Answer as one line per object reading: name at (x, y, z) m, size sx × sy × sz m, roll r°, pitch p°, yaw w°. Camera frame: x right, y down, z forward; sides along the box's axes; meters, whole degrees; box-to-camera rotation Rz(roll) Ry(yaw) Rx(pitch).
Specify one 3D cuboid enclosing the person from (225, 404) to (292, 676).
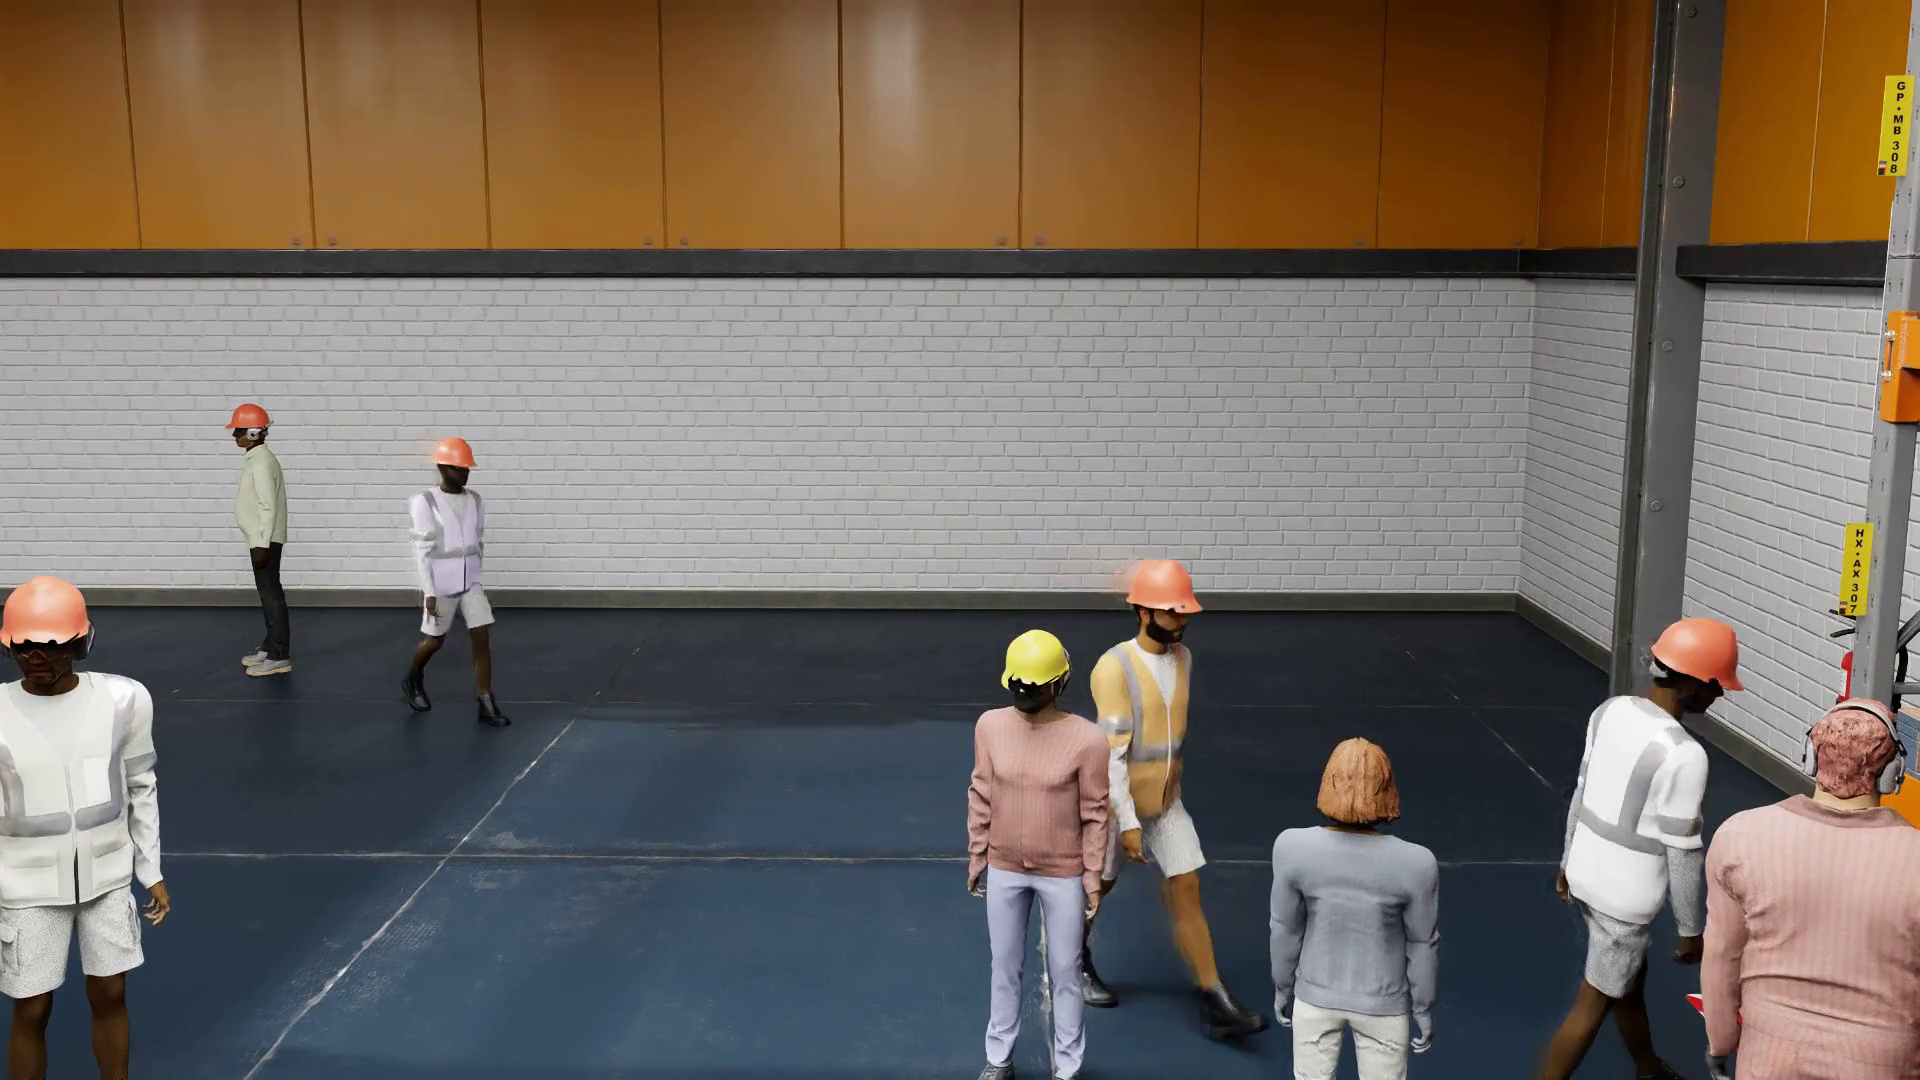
person at (-5.153, -0.008, 12.259) m, size 0.382 × 1.995 × 0.612 m, roll -5°, pitch 11°, yaw -26°

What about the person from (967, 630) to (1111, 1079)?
person at (0.266, 1.173, 5.895) m, size 0.523 × 1.760 × 0.327 m, roll 4°, pitch 10°, yaw 21°

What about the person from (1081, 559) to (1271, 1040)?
person at (0.758, 1.010, 6.495) m, size 0.562 × 1.876 × 1.027 m, roll -8°, pitch 12°, yaw -38°

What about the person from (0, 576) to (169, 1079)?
person at (-2.889, 1.115, 5.397) m, size 0.610 × 2.040 × 0.394 m, roll -8°, pitch 13°, yaw -41°

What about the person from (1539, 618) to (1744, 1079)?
person at (2.298, 1.162, 5.593) m, size 0.841 × 1.875 × 0.641 m, roll -1°, pitch 10°, yaw -7°

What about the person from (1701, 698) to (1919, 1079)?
person at (2.289, 1.352, 4.377) m, size 0.639 × 1.909 × 0.409 m, roll 7°, pitch 12°, yaw 36°

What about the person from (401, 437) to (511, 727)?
person at (-3.375, 0.259, 10.960) m, size 0.930 × 1.904 × 0.546 m, roll 8°, pitch 13°, yaw 41°

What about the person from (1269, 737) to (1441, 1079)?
person at (1.172, 1.387, 4.974) m, size 0.500 × 1.636 × 0.282 m, roll 4°, pitch 10°, yaw 22°
